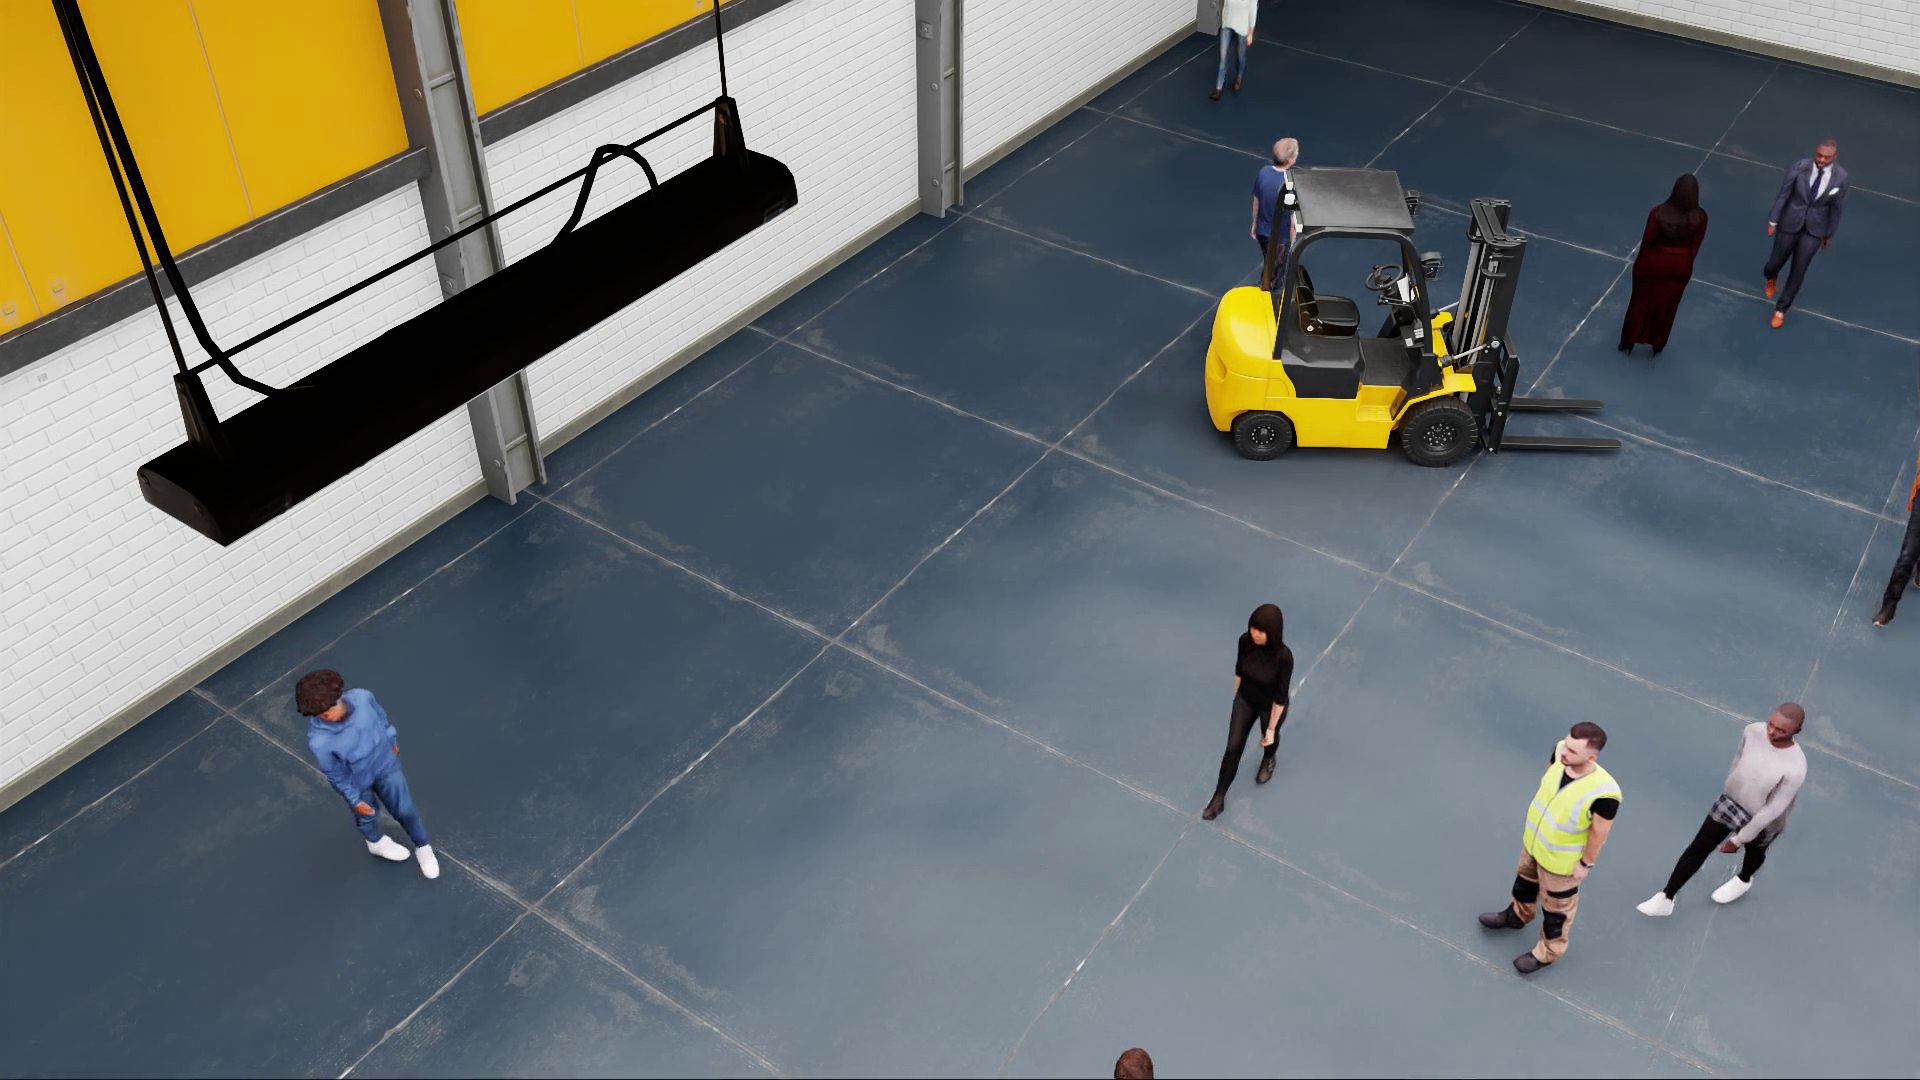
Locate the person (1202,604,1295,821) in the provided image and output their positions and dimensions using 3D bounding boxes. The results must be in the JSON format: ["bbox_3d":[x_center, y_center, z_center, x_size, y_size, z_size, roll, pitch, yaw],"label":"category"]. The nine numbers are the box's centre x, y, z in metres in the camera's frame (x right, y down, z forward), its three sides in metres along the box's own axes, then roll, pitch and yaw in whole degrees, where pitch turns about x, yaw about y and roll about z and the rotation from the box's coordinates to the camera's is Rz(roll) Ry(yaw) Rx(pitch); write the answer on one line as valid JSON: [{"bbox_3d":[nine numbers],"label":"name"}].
[{"bbox_3d":[1.957,1.008,10.565,0.564,1.602,1.032,22,44,25],"label":"person"}]

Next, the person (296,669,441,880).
[{"bbox_3d":[-3.602,1.341,10.008,0.831,1.777,0.763,18,42,21],"label":"person"}]

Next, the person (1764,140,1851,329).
[{"bbox_3d":[7.737,-2.880,15.273,0.780,1.801,0.922,17,42,20],"label":"person"}]

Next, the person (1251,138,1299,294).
[{"bbox_3d":[2.778,-2.710,15.026,1.099,1.846,0.881,-24,44,-27],"label":"person"}]

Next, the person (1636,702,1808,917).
[{"bbox_3d":[4.715,1.572,9.753,1.193,1.735,0.954,-17,42,-20],"label":"person"}]

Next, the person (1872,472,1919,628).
[{"bbox_3d":[7.095,-0.227,12.002,0.709,1.738,1.188,26,45,29],"label":"person"}]

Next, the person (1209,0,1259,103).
[{"bbox_3d":[3.228,-5.922,19.244,0.724,1.600,1.119,16,41,19],"label":"person"}]

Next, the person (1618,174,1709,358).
[{"bbox_3d":[6.239,-2.414,14.729,0.755,1.752,0.756,5,39,7],"label":"person"}]

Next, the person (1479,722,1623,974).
[{"bbox_3d":[3.412,1.716,9.486,0.880,1.843,0.837,-13,40,-15],"label":"person"}]
